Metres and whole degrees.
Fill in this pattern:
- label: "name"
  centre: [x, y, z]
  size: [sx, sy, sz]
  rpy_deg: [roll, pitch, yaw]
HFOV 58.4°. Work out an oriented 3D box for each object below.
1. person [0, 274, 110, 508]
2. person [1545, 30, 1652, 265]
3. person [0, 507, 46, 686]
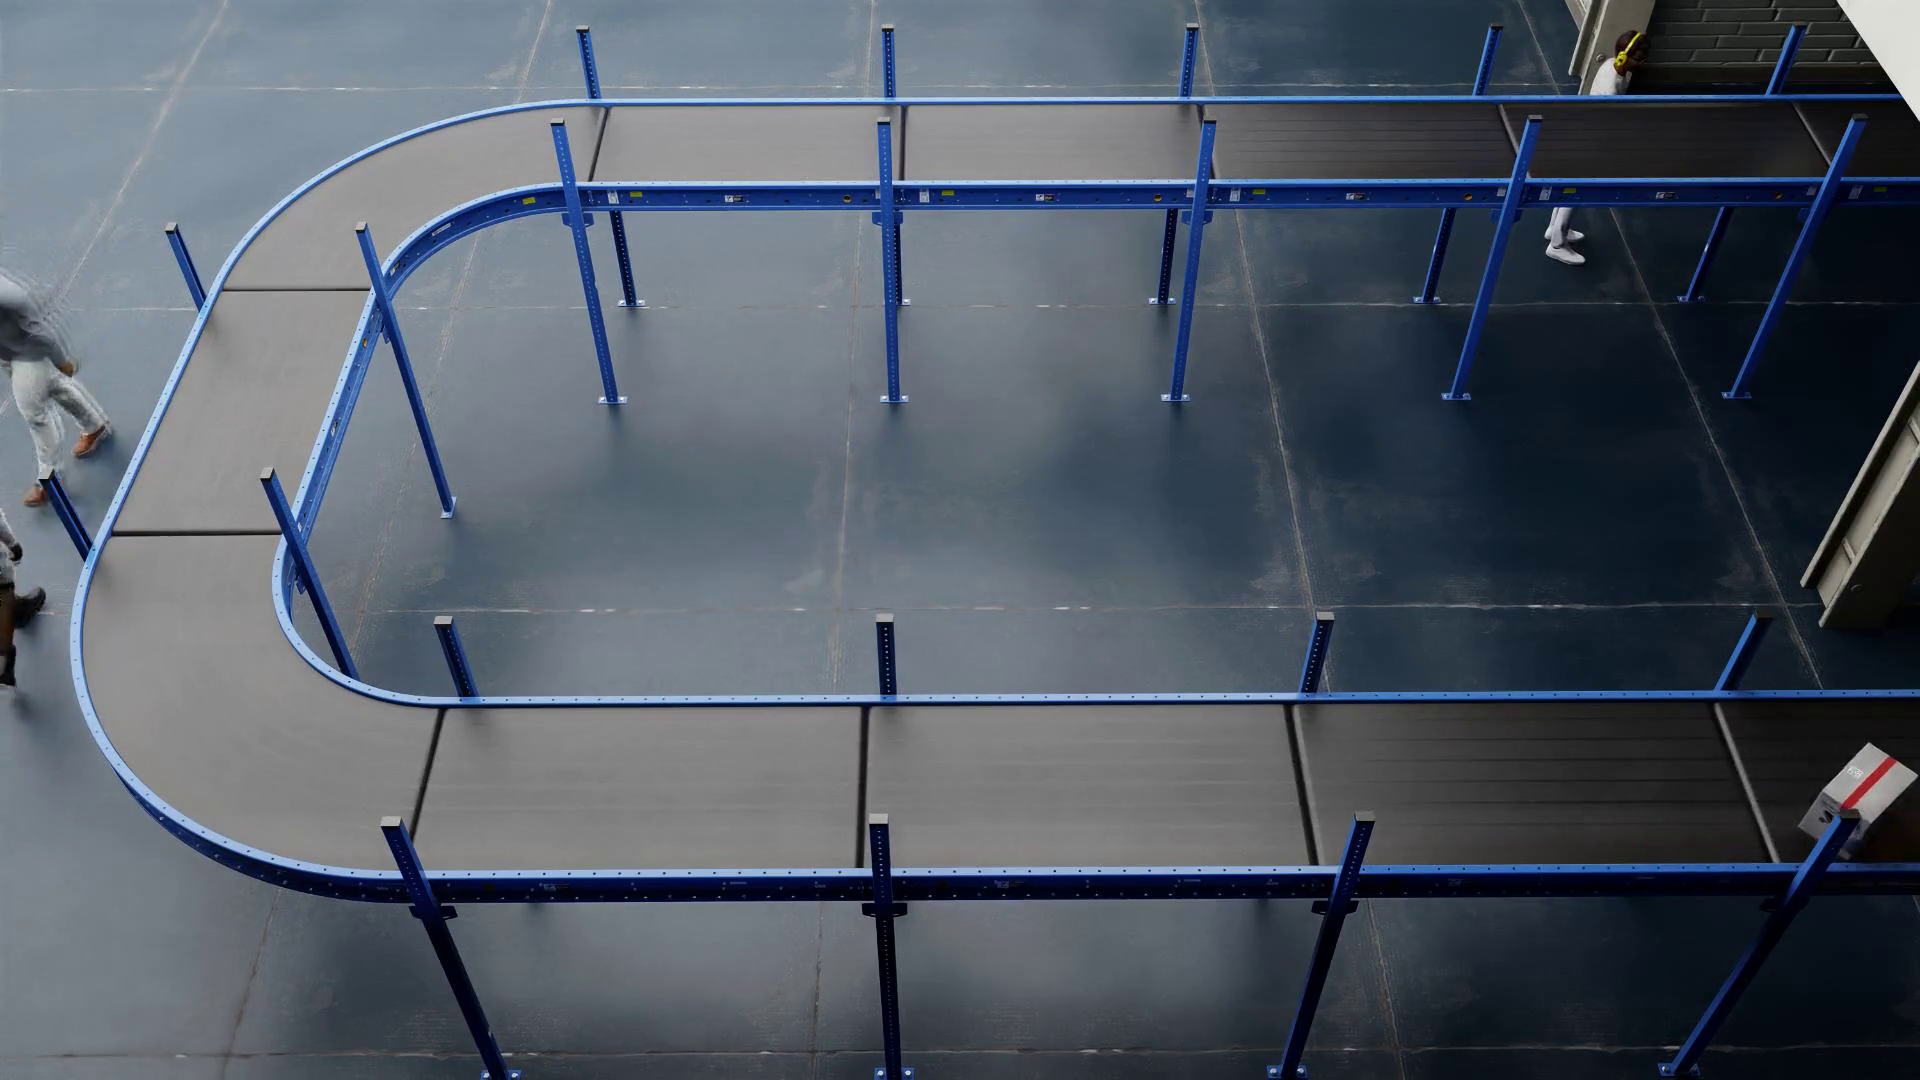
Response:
- label: "person"
  centre: [-6.126, -1.122, 11.029]
  size: [0.644, 1.892, 0.977]
  rpy_deg: [19, 50, 17]
- label: "person"
  centre: [4.716, -2.932, 12.741]
  size: [0.335, 1.865, 0.519]
  rpy_deg: [12, 48, 11]
- label: "person"
  centre: [-5.809, 0.028, 9.959]
  size: [0.588, 1.902, 0.835]
  rpy_deg: [-1, 47, -1]
